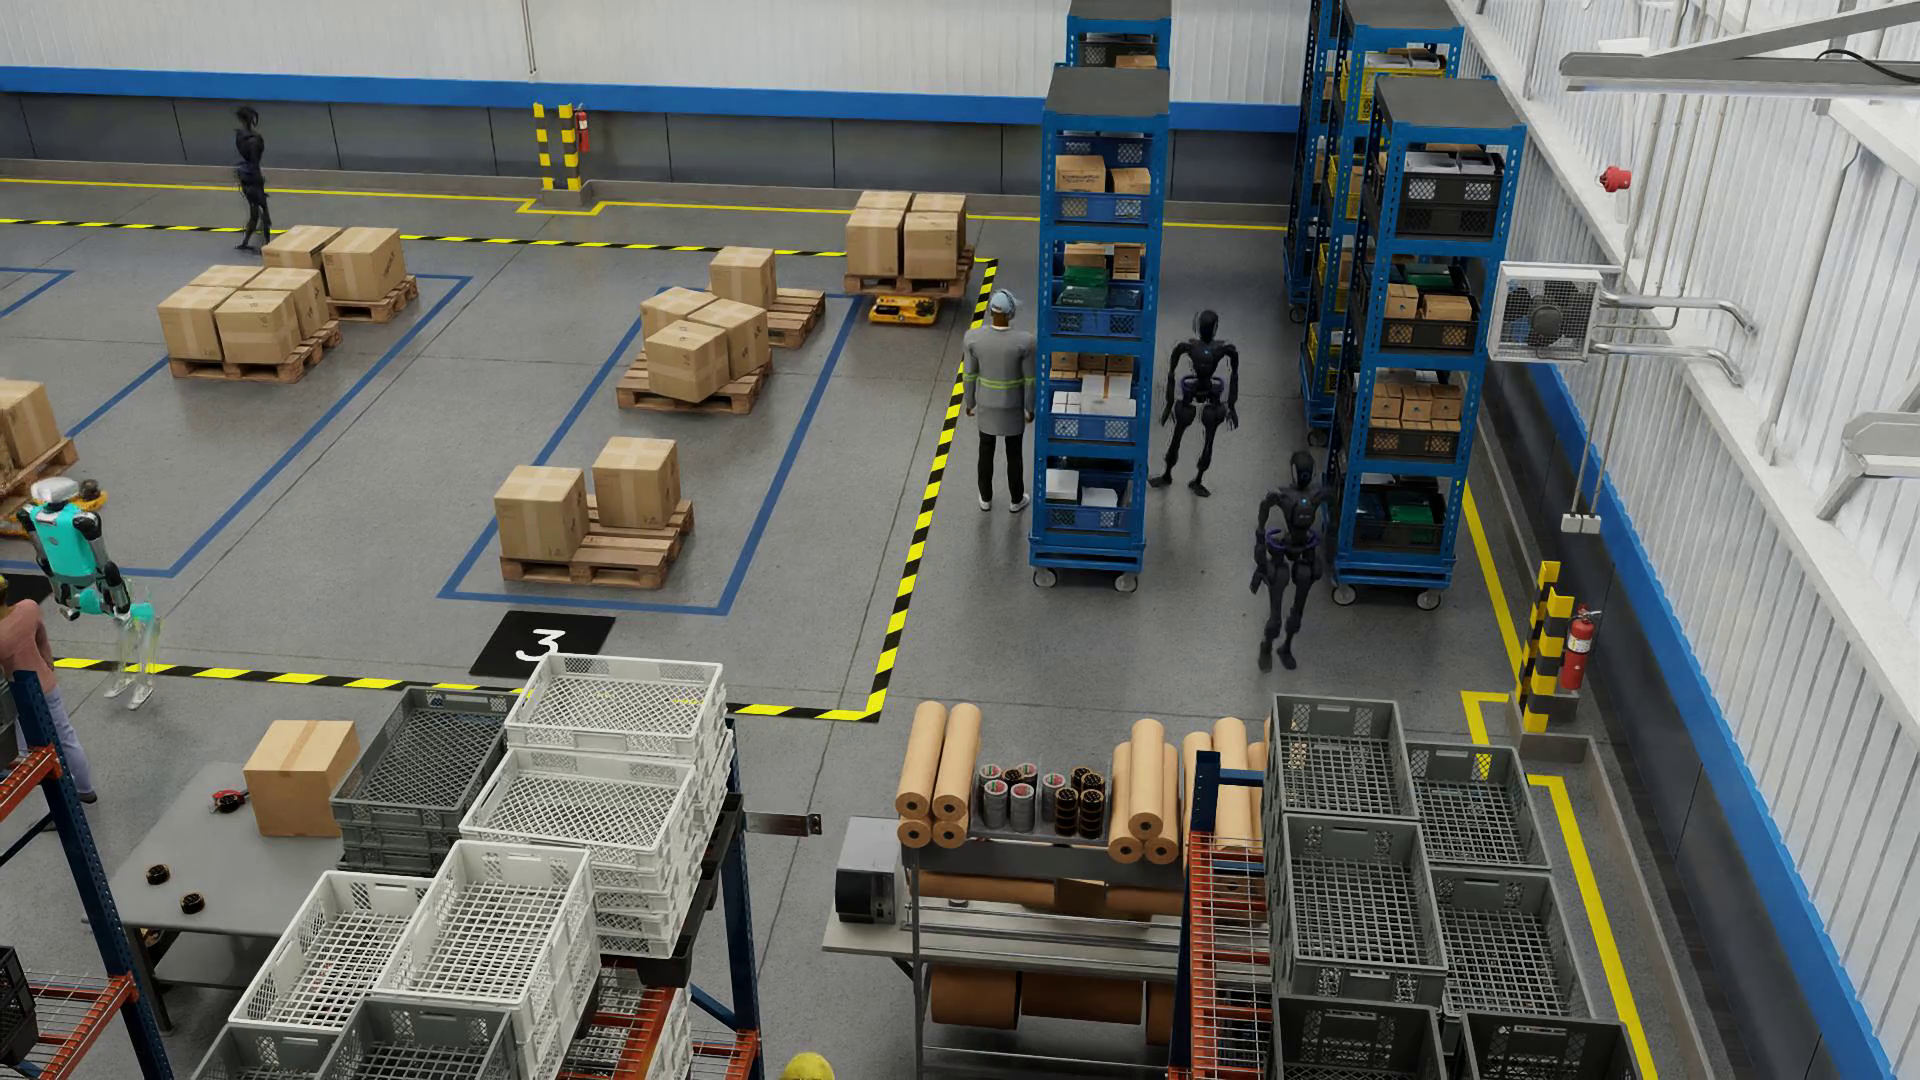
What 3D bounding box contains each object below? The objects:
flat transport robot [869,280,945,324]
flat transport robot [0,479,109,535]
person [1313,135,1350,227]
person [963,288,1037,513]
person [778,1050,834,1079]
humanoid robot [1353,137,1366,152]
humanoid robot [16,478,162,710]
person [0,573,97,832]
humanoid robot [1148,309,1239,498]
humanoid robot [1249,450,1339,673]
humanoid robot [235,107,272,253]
[{"bbox_3d":[-0.503,-2.598,17.107,0.652,0.197,1.431,3,30,6],"label":"flat transport robot"},{"bbox_3d":[-7.598,-0.285,13.135,1.431,0.197,0.652,3,30,6],"label":"flat transport robot"},{"bbox_3d":[4.019,-4.040,18.044,0.373,1.843,0.568,6,31,10],"label":"person"},{"bbox_3d":[0.321,-1.080,12.957,0.588,1.850,0.396,7,31,11],"label":"person"},{"bbox_3d":[-0.559,2.684,6.597,0.490,1.741,0.315,-24,38,-35],"label":"person"},{"bbox_3d":[4.178,-3.999,18.149,0.608,1.644,0.445,-12,32,-20],"label":"humanoid robot"},{"bbox_3d":[-5.440,0.285,10.684,0.545,1.730,0.772,7,31,11],"label":"humanoid robot"},{"bbox_3d":[-5.415,0.904,9.632,0.310,1.767,0.523,4,30,7],"label":"person"},{"bbox_3d":[1.883,-1.086,13.154,0.656,1.637,0.422,2,30,4],"label":"humanoid robot"},{"bbox_3d":[2.224,0.146,11.020,0.591,1.650,0.344,-4,30,-6],"label":"humanoid robot"},{"bbox_3d":[-7.680,-3.868,17.942,0.478,1.637,0.606,-10,32,-17],"label":"humanoid robot"}]
